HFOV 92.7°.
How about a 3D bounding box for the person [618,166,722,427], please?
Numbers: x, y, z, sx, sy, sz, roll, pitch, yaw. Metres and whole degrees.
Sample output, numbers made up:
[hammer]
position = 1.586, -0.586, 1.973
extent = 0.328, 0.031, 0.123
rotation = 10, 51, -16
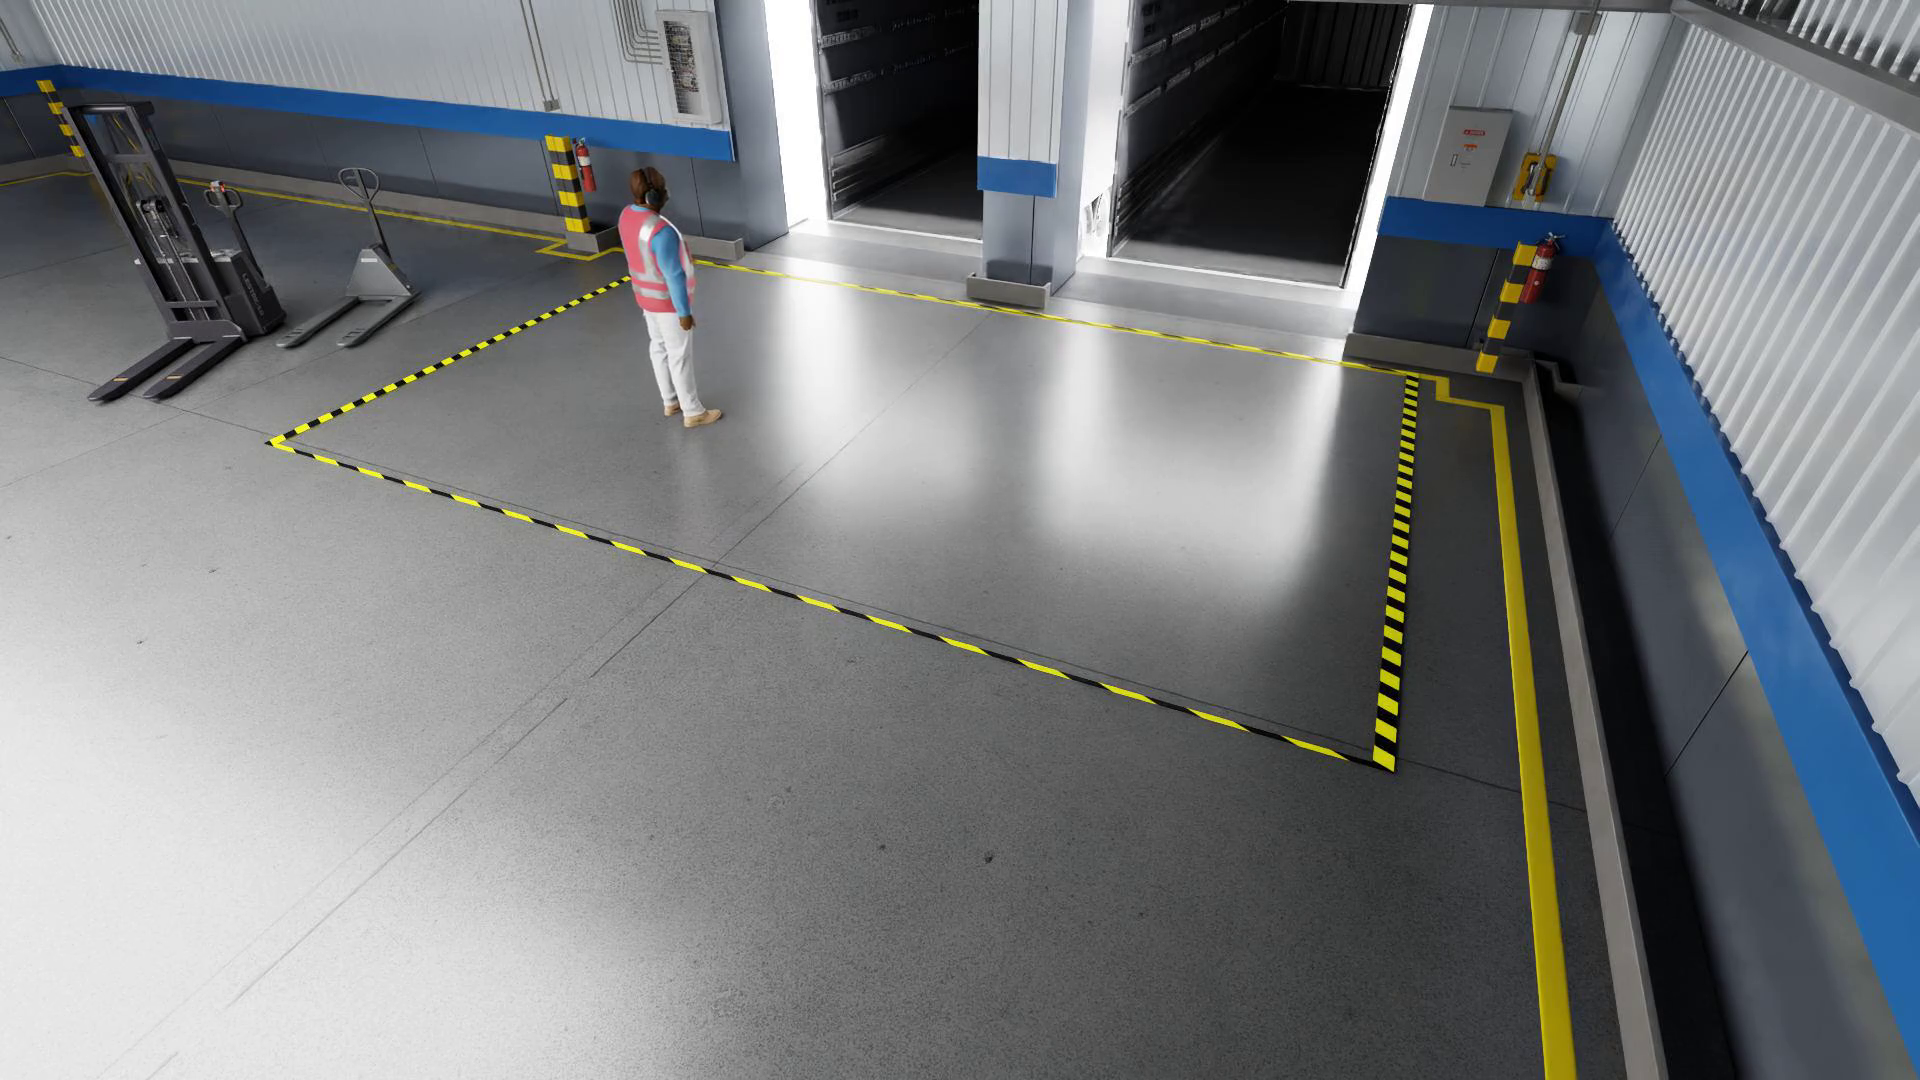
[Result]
[person]
position = -2.108, -1.719, 6.613
extent = 0.431, 1.844, 0.622
rotation = -28, 44, -34

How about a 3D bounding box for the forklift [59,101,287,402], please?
[forklift]
position = -6.686, -2.387, 7.434
extent = 0.823, 1.965, 1.885
rotation = -3, 35, -5

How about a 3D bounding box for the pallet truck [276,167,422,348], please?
[pallet truck]
position = -5.732, -2.611, 8.414
extent = 0.680, 1.201, 1.601
rotation = -1, 35, -1
